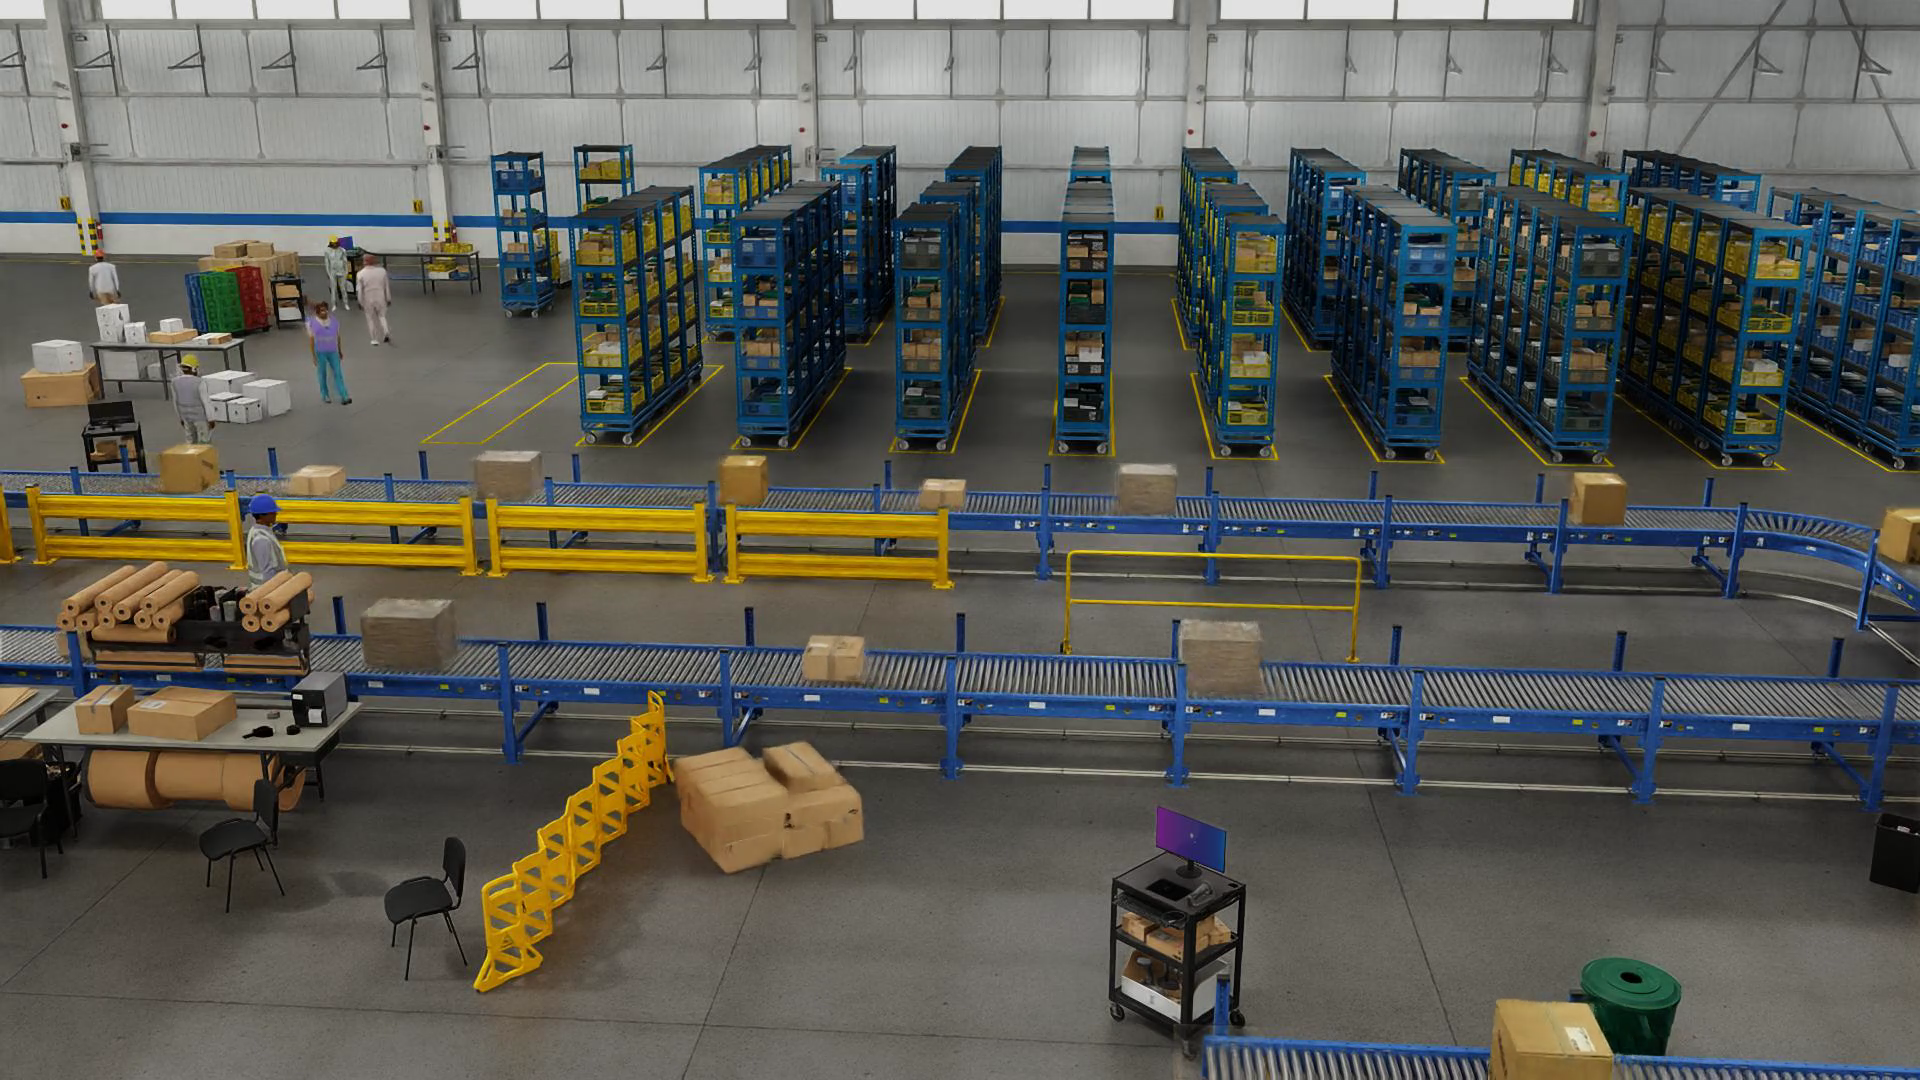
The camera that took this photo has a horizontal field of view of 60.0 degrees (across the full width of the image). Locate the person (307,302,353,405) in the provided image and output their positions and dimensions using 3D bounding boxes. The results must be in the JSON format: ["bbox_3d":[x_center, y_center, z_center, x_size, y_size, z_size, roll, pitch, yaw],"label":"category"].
[{"bbox_3d":[-10.925,-3.210,28.791,0.596,1.796,0.939,-15,23,-40],"label":"person"}]

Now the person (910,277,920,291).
[{"bbox_3d":[-0.755,-5.257,35.273,0.599,1.811,0.580,-1,18,-3],"label":"person"}]

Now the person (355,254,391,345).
[{"bbox_3d":[-12.054,-4.938,34.138,0.685,1.881,0.459,-13,22,-36],"label":"person"}]

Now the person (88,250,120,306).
[{"bbox_3d":[-18.520,-5.420,35.956,0.586,1.699,0.884,-16,24,-41],"label":"person"}]

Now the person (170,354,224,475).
[{"bbox_3d":[-11.150,-1.802,24.290,0.589,1.826,0.403,4,18,13],"label":"person"}]

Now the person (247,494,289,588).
[{"bbox_3d":[-6.982,0.475,16.867,0.391,1.948,0.605,-8,19,-25],"label":"person"}]

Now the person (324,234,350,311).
[{"bbox_3d":[-14.299,-6.146,38.208,0.492,1.742,0.320,-8,19,-25],"label":"person"}]
